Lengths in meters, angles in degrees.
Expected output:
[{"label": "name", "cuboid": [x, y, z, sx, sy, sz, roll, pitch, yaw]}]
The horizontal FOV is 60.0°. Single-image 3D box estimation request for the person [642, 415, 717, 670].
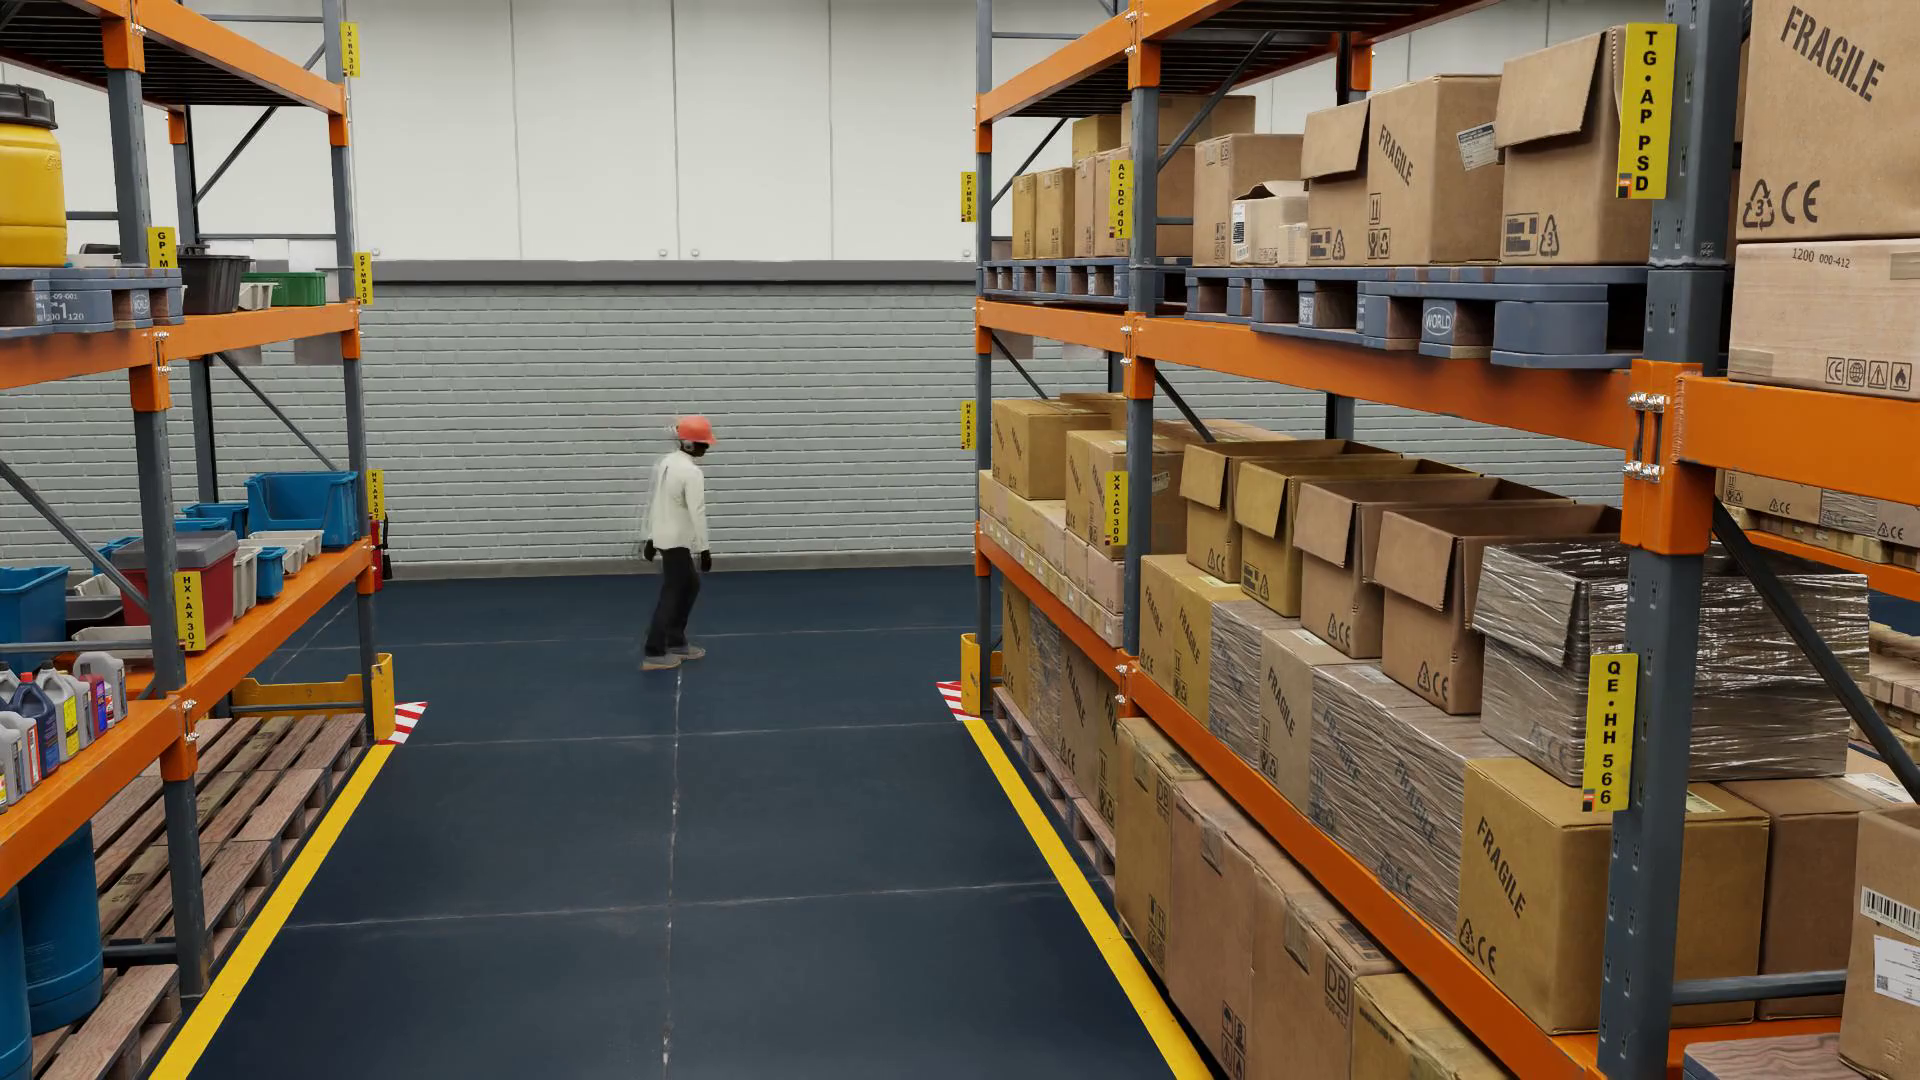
[{"label": "person", "cuboid": [-2.150, 0.021, 12.641, 0.669, 1.944, 0.638, -5, 10, -26]}]
